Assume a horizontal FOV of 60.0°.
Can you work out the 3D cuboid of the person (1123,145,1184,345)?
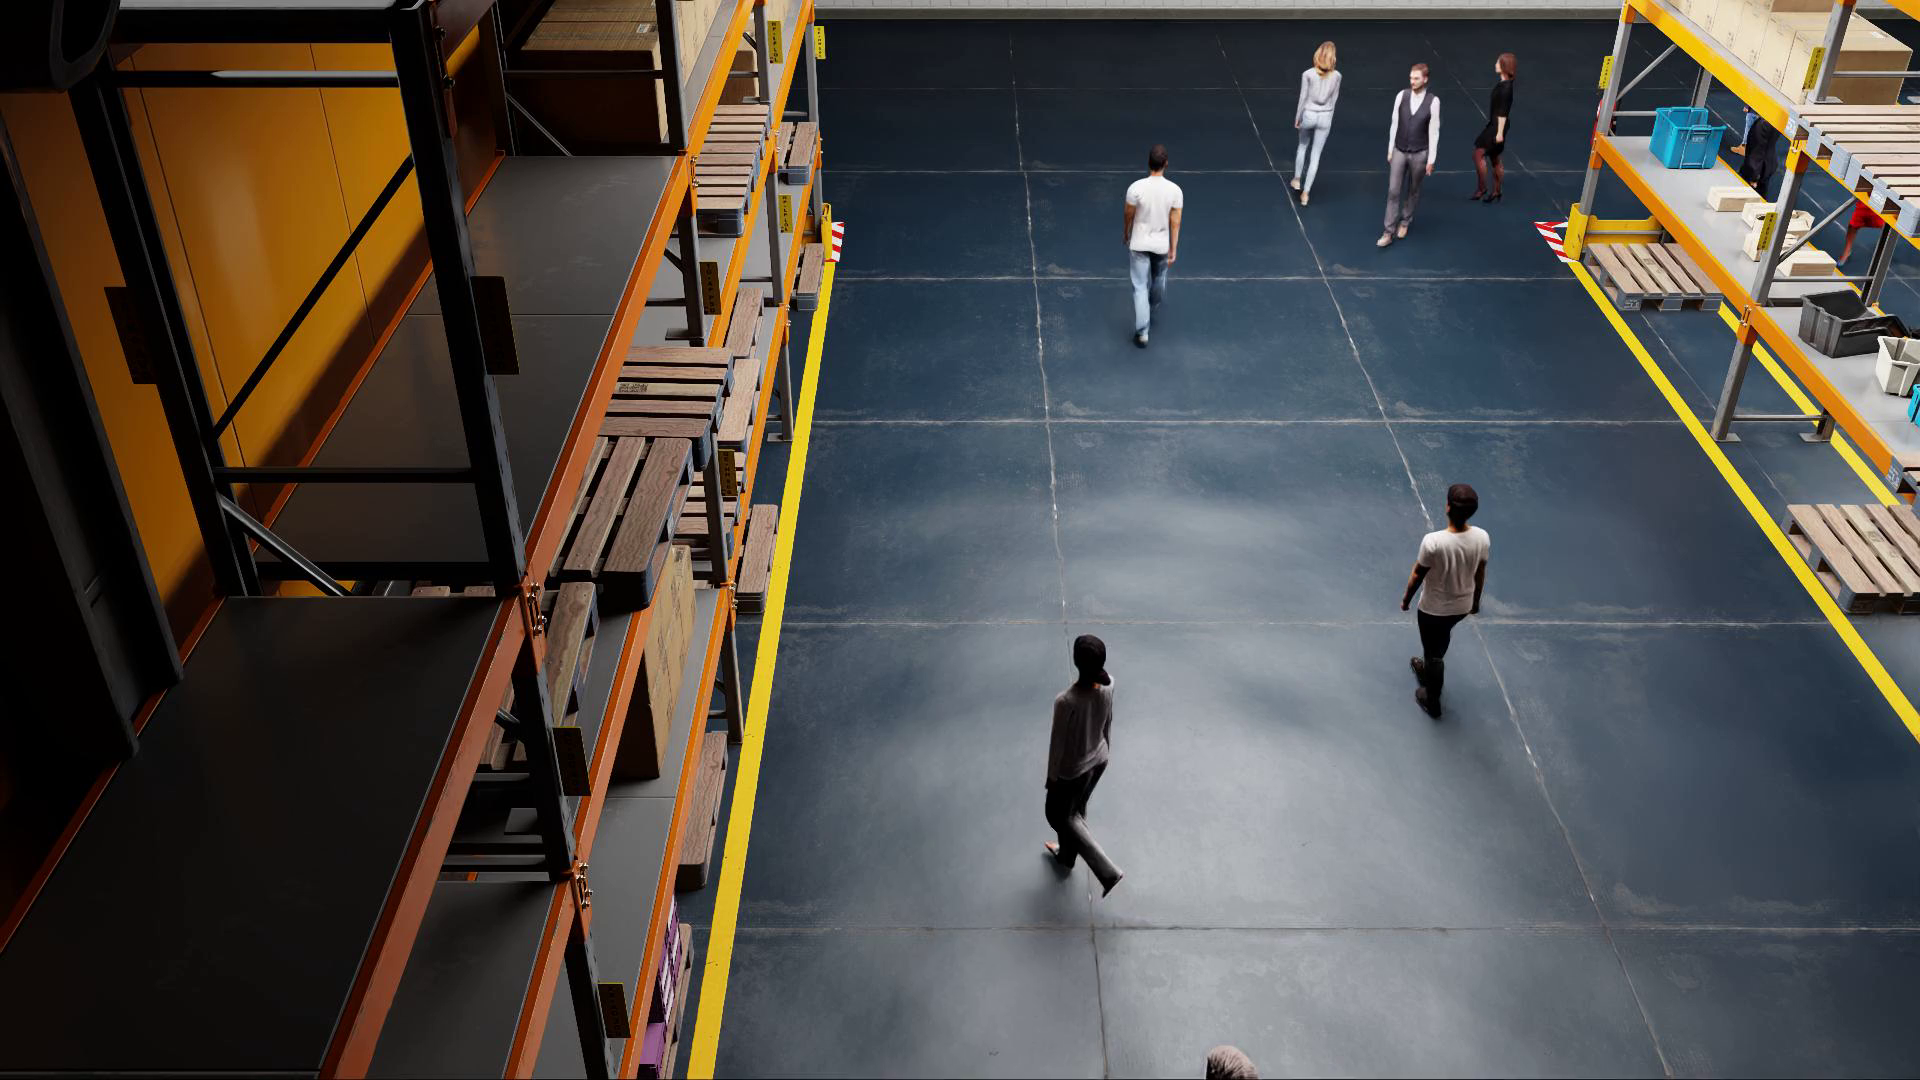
[{"bbox_3d":[1.786,-2.718,15.587,0.721,1.812,1.131,-3,34,-4],"label":"person"}]

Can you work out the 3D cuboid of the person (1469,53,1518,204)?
[{"bbox_3d":[6.041,-4.527,18.416,0.744,1.692,0.655,9,35,14],"label":"person"}]

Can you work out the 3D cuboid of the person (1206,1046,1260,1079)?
[{"bbox_3d":[1.119,2.845,7.268,0.704,1.755,0.724,-22,40,-30],"label":"person"}]

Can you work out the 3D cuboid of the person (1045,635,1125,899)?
[{"bbox_3d":[0.735,1.328,9.553,0.915,1.753,1.003,-24,41,-32],"label":"person"}]

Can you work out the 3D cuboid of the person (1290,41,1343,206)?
[{"bbox_3d":[3.965,-4.582,18.437,0.666,1.761,0.882,3,34,5],"label":"person"}]

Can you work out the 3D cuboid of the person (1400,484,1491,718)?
[{"bbox_3d":[3.224,0.439,10.930,0.764,1.709,0.872,-8,35,-12],"label":"person"}]

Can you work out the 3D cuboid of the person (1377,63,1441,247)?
[{"bbox_3d":[4.809,-4.127,17.616,0.984,1.913,1.146,16,37,22],"label":"person"}]
